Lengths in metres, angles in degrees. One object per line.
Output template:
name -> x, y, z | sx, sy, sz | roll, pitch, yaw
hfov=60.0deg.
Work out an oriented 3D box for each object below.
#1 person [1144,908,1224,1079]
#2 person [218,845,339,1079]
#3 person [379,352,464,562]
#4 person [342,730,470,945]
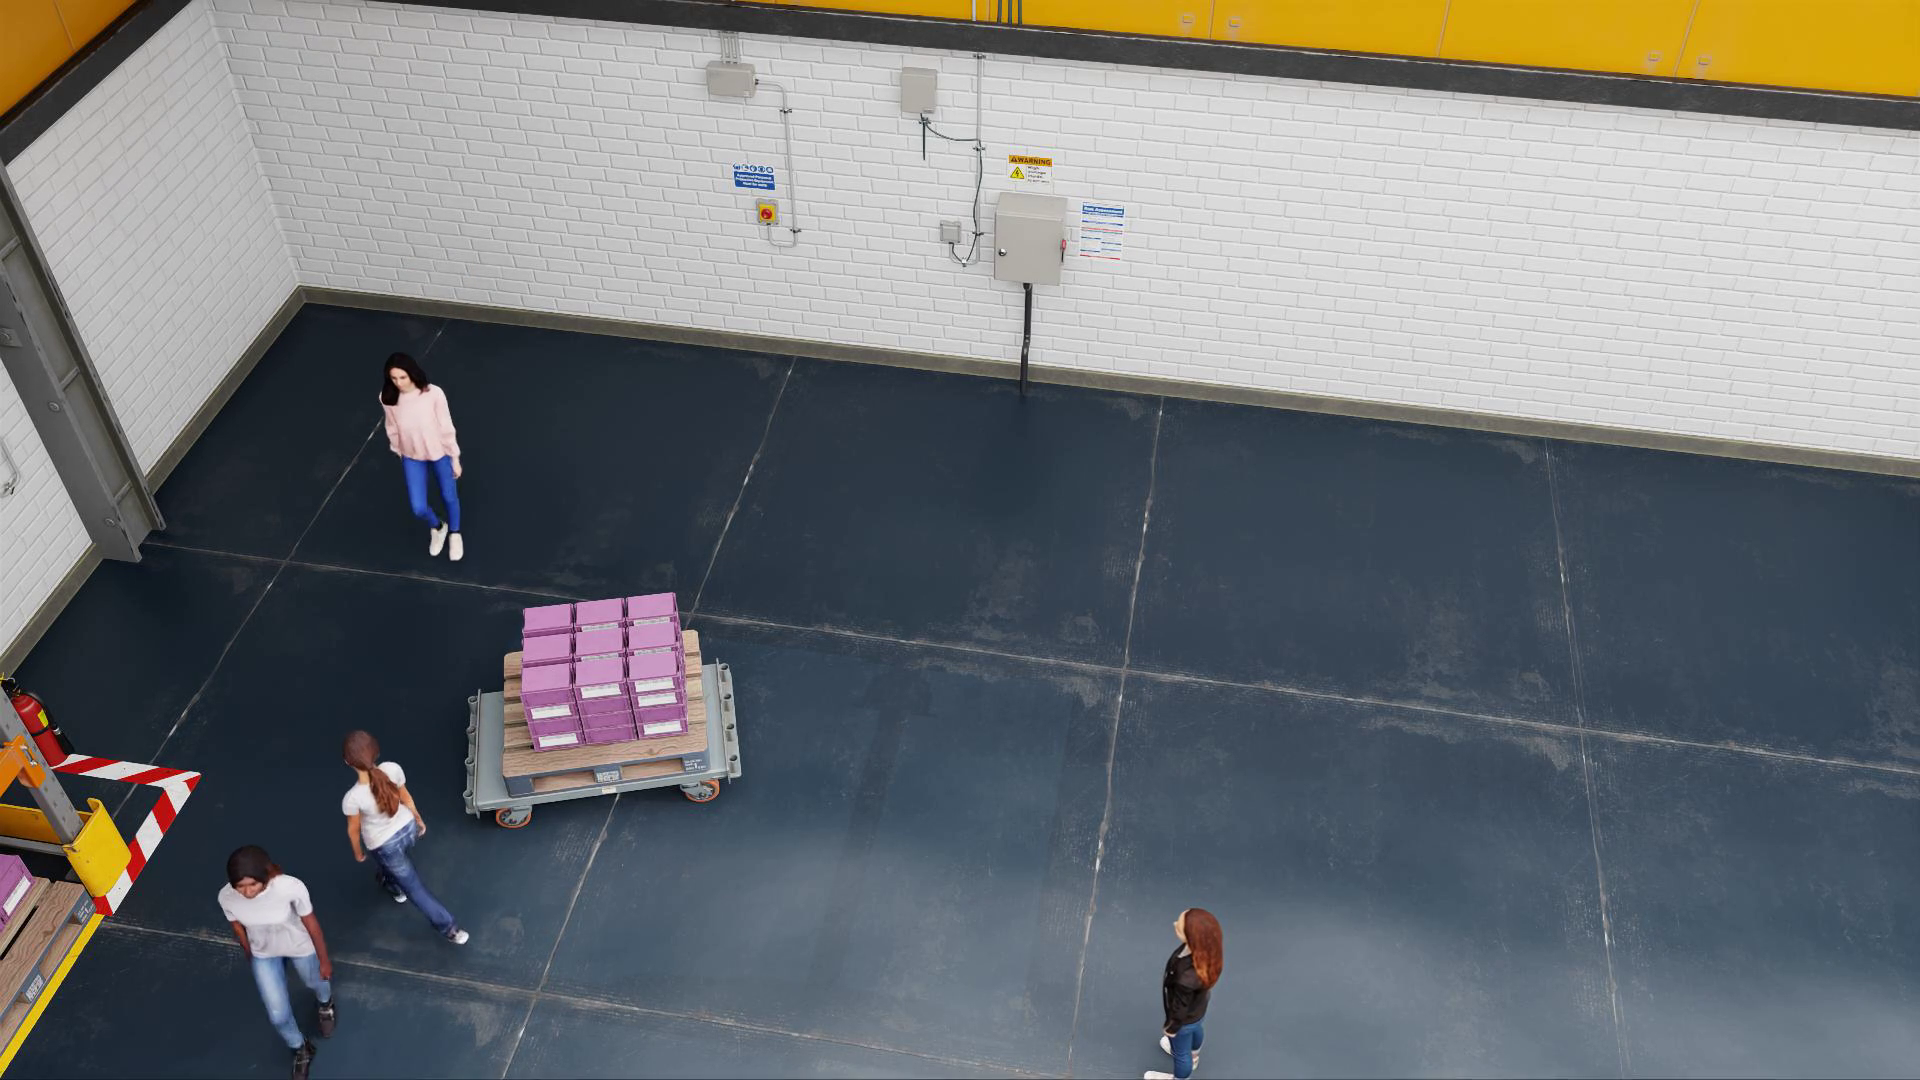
person -> 1.169, 2.351, 8.479 | 0.641, 1.481, 0.495 | 14, 45, 14
person -> -3.478, 2.055, 8.627 | 0.758, 1.706, 0.888 | -9, 44, -9
person -> -3.619, -0.624, 11.400 | 0.713, 1.759, 0.687 | -3, 44, -3
person -> -3.078, 1.682, 9.152 | 0.906, 1.521, 1.063 | 25, 49, 24
